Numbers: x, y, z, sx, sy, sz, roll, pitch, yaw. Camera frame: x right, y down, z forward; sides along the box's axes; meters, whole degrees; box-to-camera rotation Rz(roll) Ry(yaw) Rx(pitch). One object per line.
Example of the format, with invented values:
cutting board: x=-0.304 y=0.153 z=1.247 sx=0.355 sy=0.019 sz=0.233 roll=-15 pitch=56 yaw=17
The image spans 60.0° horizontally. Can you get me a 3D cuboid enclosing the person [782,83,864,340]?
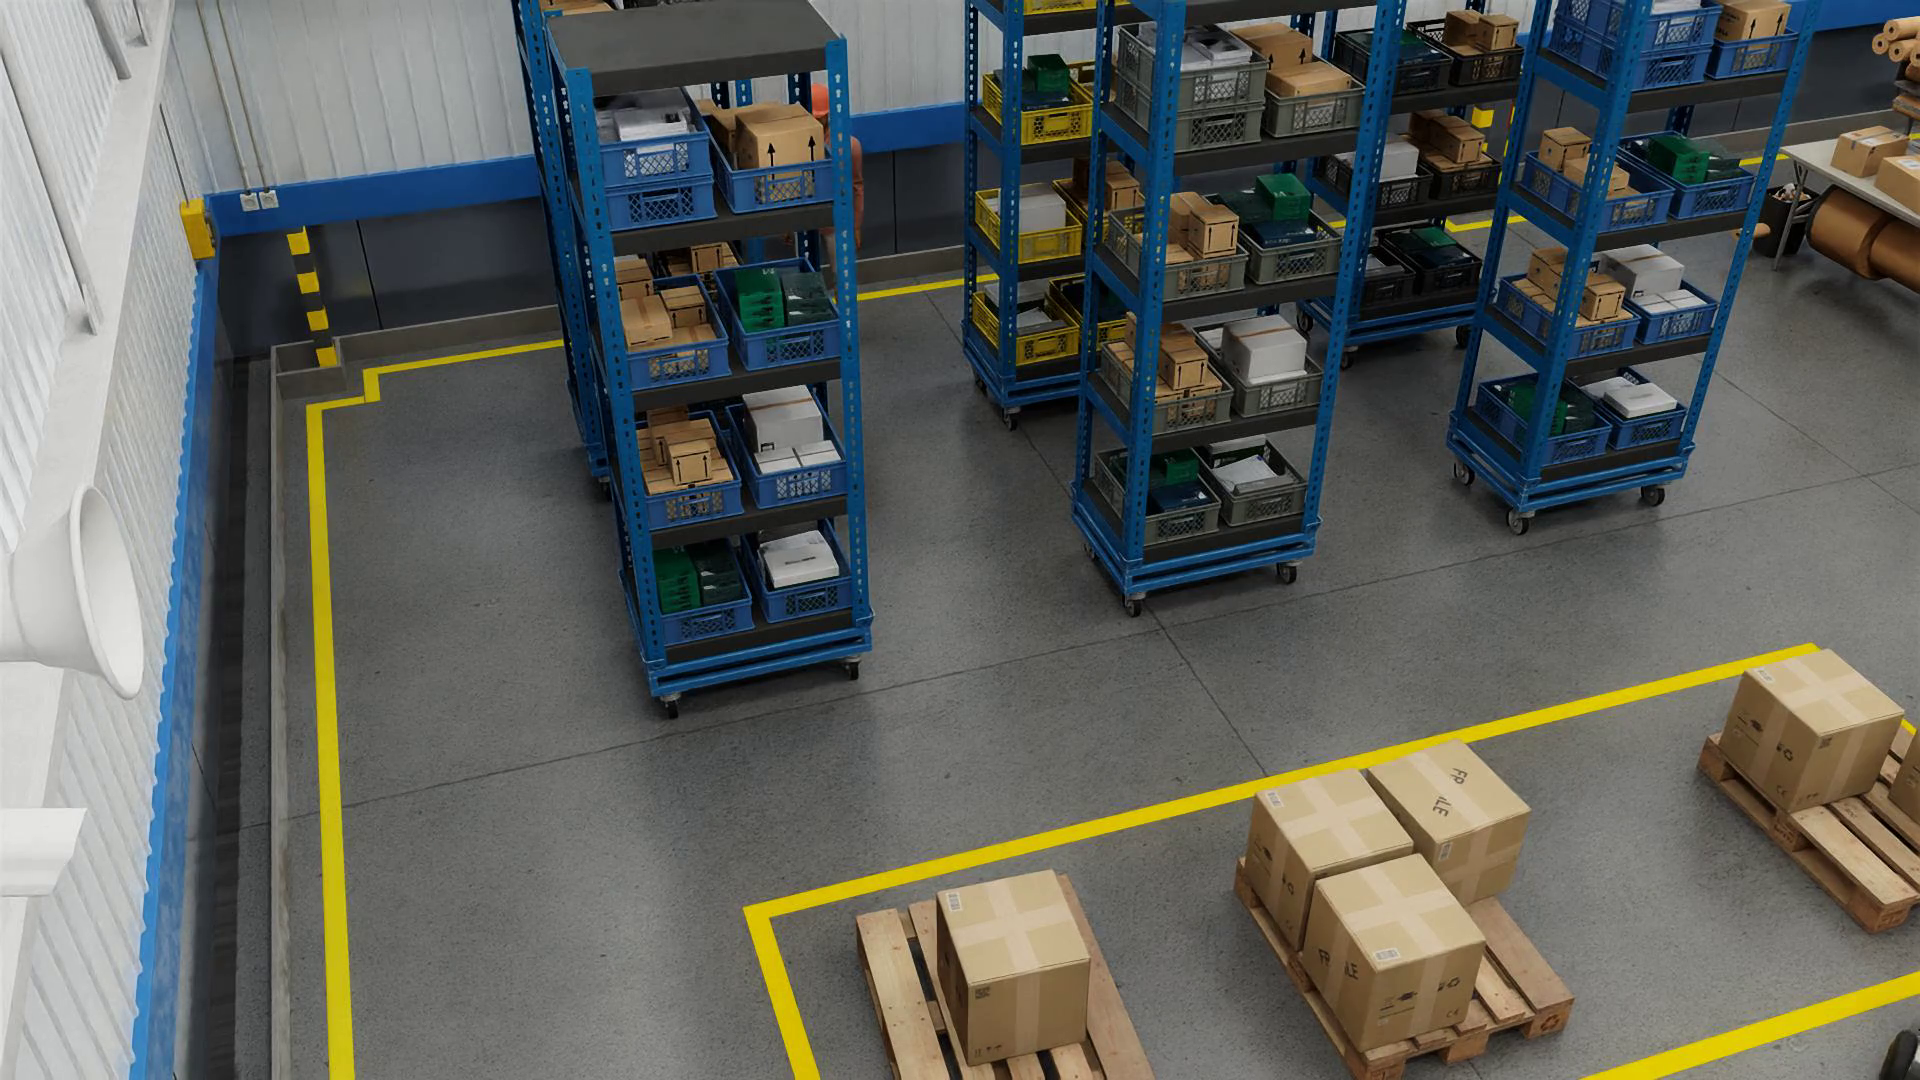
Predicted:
person: x=-0.976 y=-2.248 z=11.732 sx=0.611 sy=1.997 sz=0.375 roll=1 pitch=35 yaw=2
